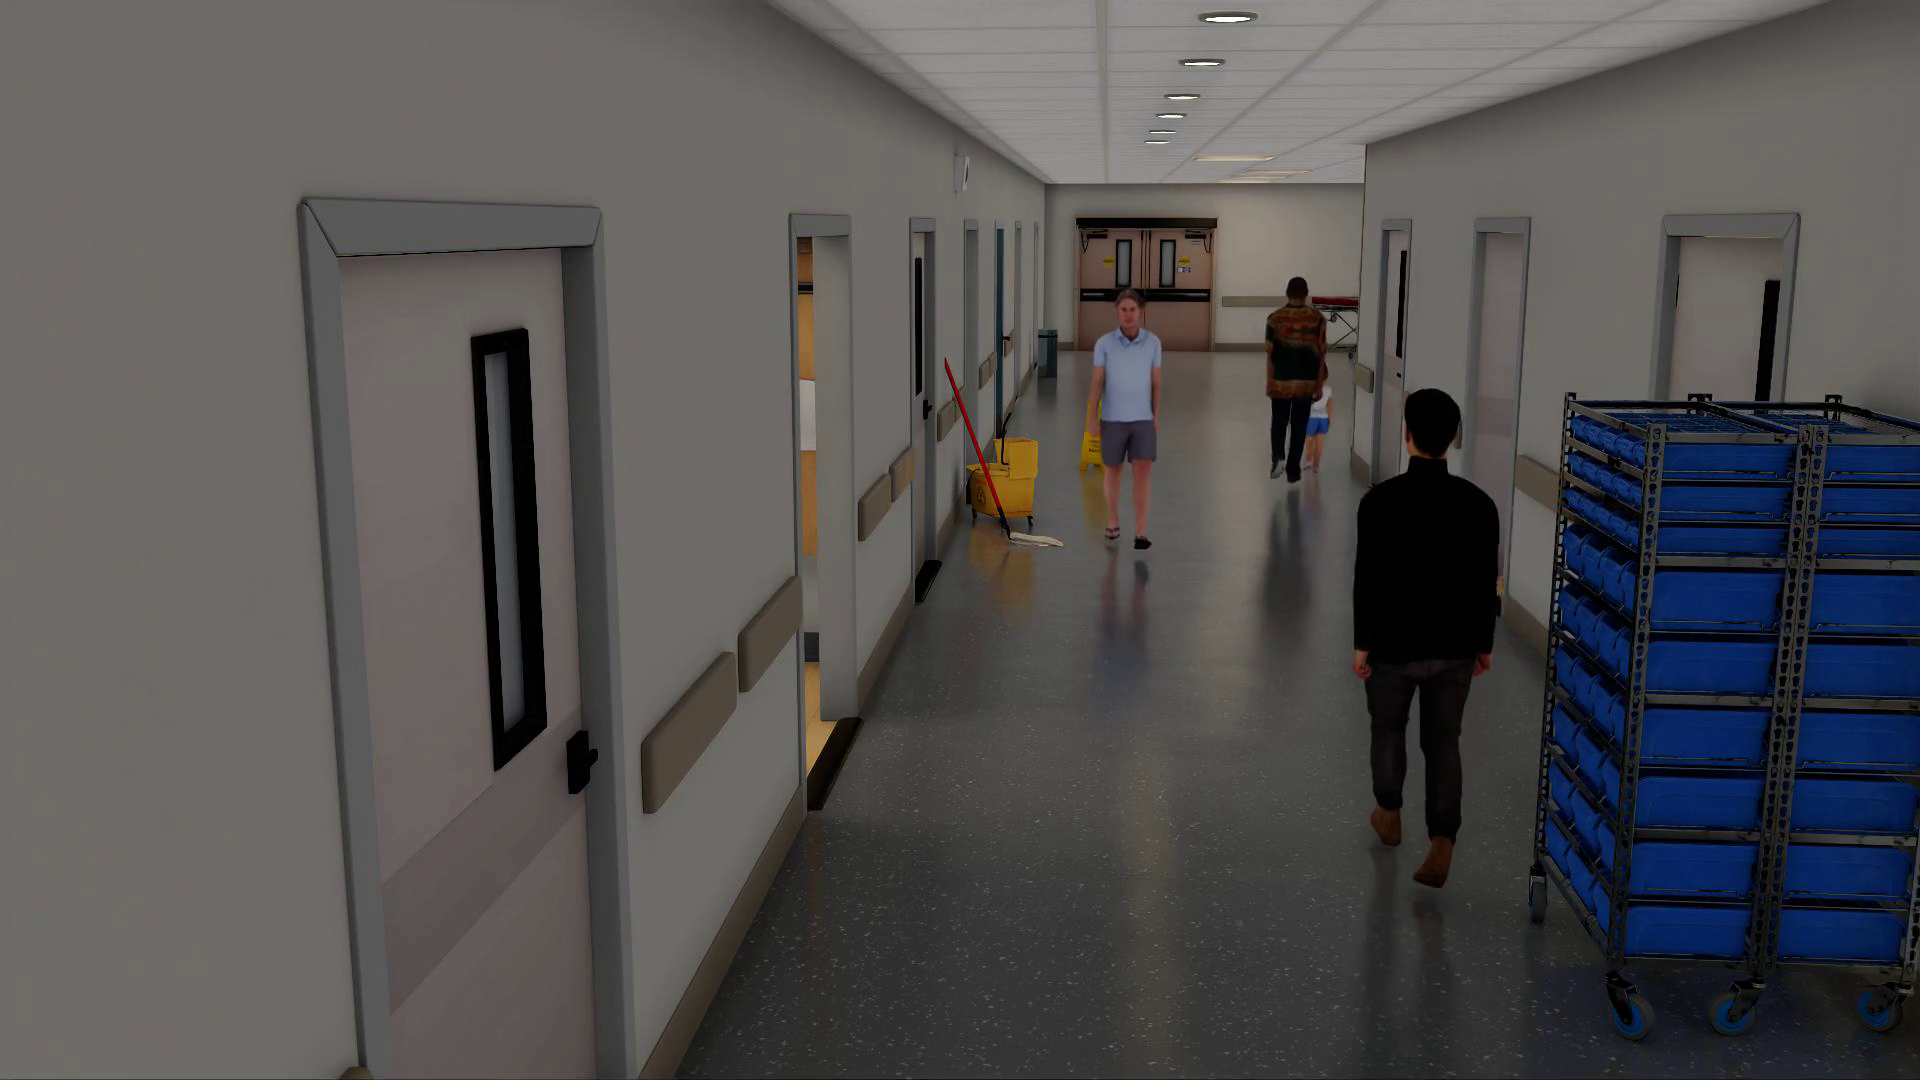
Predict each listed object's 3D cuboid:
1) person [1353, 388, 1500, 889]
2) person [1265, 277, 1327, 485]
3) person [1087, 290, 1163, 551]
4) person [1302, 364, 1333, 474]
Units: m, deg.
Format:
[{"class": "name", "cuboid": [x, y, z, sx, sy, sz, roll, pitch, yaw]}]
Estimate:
[{"class": "person", "cuboid": [1.604, 0.354, 5.720, 0.668, 1.703, 1.067, 1, 11, 7]}, {"class": "person", "cuboid": [2.899, -1.364, 14.417, 0.743, 1.796, 0.865, 3, 11, 13]}, {"class": "person", "cuboid": [1.171, -0.839, 11.789, 0.694, 1.783, 1.158, 0, 11, 3]}, {"class": "person", "cuboid": [3.291, -1.117, 15.317, 0.432, 1.014, 0.451, 2, 11, 11]}]
